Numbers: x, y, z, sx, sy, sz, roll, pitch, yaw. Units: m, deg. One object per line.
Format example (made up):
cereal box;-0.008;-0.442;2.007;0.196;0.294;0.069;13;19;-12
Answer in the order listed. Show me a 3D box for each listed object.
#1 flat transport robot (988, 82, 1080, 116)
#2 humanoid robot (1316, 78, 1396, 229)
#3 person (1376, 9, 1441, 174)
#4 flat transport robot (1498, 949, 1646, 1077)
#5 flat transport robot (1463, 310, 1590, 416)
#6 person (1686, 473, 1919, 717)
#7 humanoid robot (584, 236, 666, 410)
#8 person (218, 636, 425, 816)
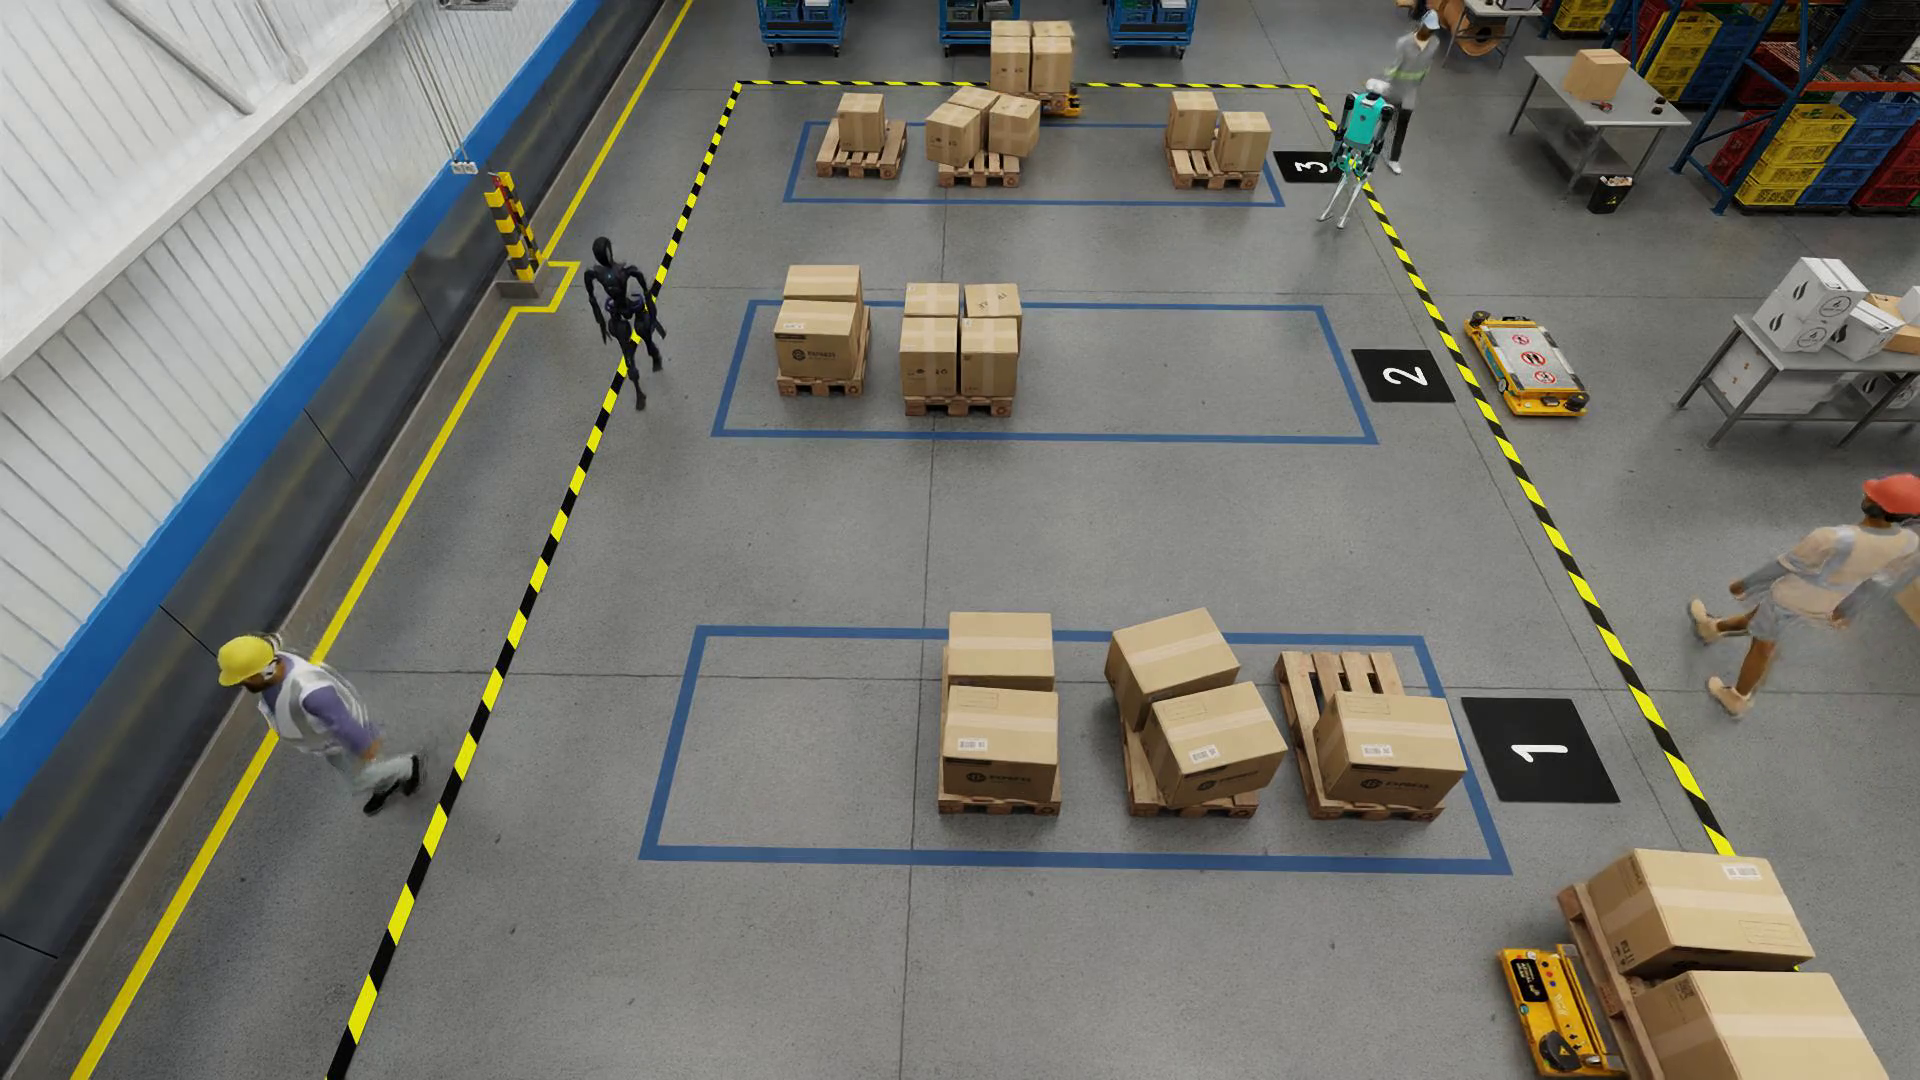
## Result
flat transport robot;0.957;-6.217;12.896;1.431;0.197;0.652;1;49;1
humanoid robot;4.483;-4.353;10.238;0.533;1.681;0.735;33;57;25
person;5.481;-5.628;11.389;0.590;1.806;0.960;-3;49;-3
flat transport robot;3.930;2.670;5.204;1.431;0.197;0.652;1;49;1
flat transport robot;5.573;-1.757;9.054;0.659;0.231;1.431;1;49;1
person;5.582;0.283;6.143;0.626;2.001;1.018;0;49;0
humanoid robot;-3.031;-2.042;8.413;0.587;1.646;0.788;-7;50;-6
person;-3.820;1.143;5.519;0.614;1.815;0.436;22;53;18
